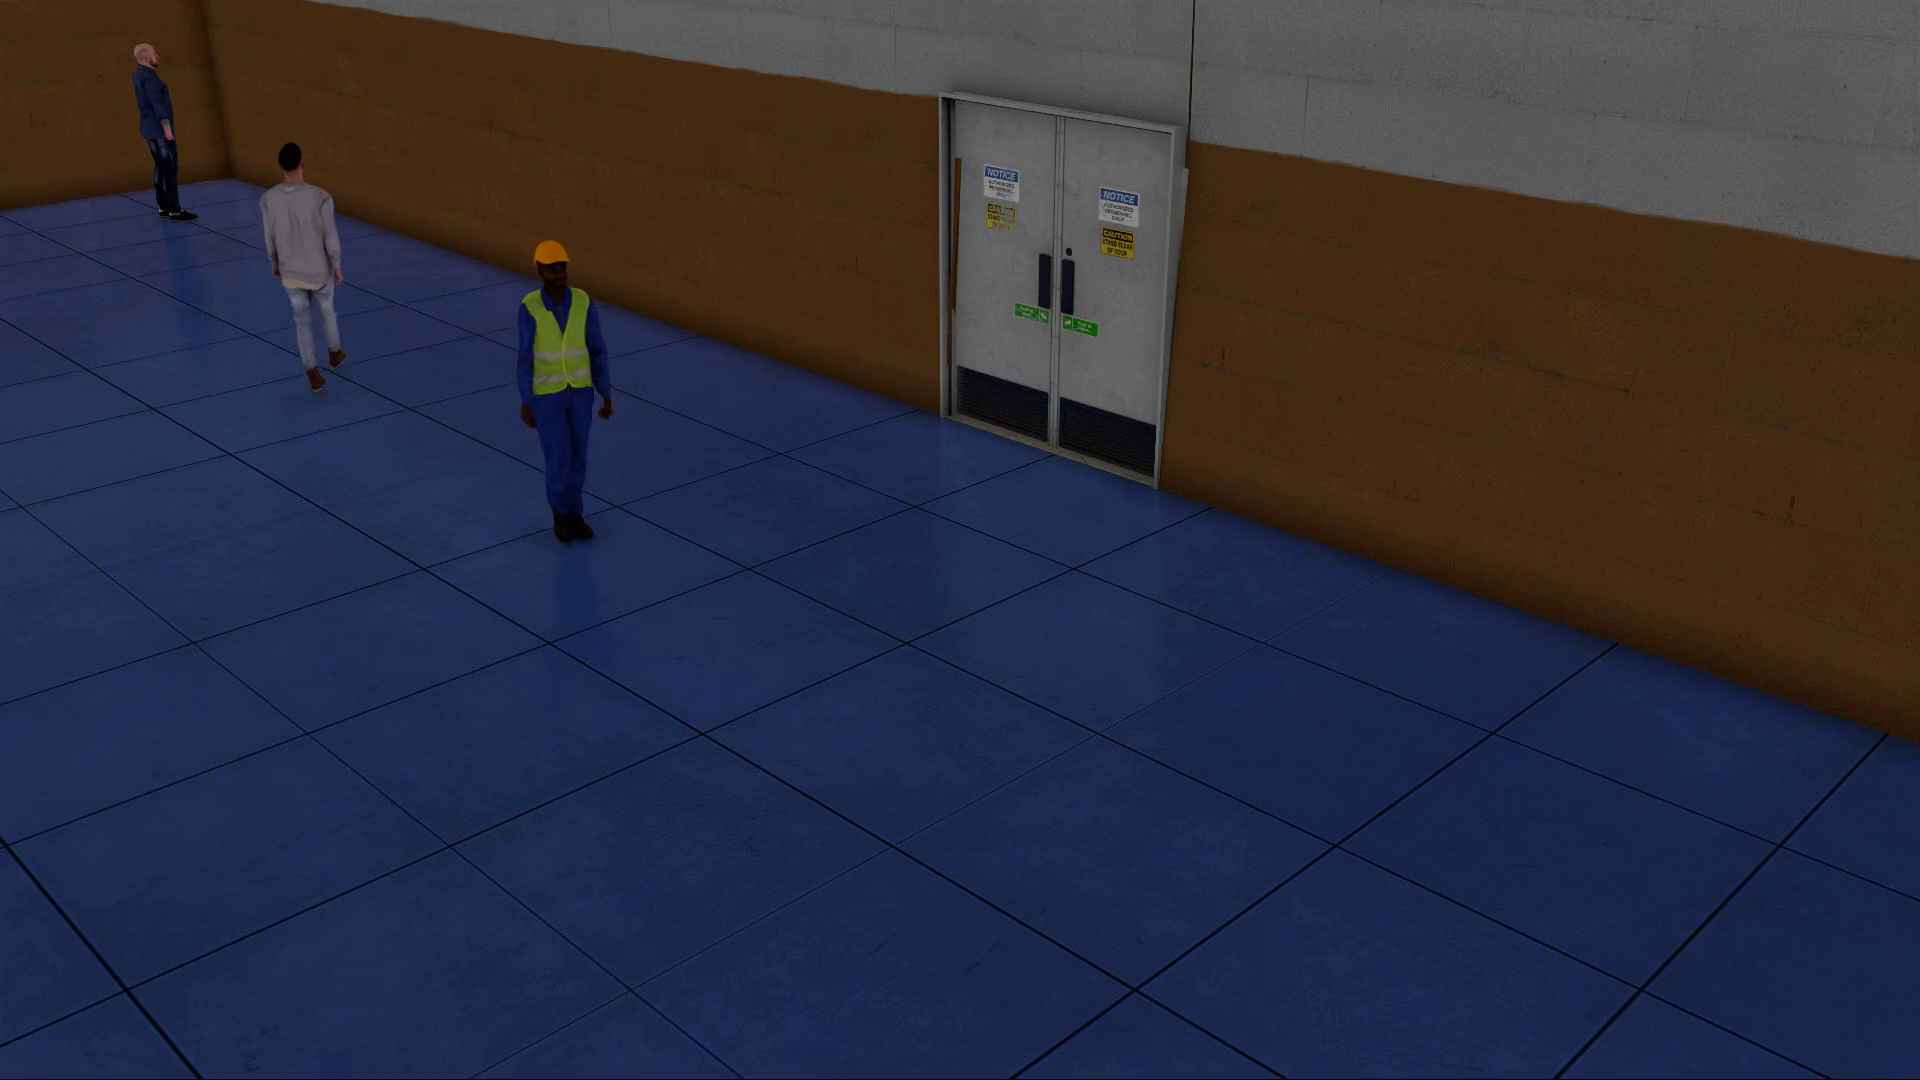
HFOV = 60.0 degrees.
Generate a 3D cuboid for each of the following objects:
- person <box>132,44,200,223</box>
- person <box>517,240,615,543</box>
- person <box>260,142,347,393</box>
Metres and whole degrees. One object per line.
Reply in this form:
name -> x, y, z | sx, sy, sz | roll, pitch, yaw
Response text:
person -> -8.459, -4.306, 17.591 | 0.560, 1.825, 0.717 | -21, 31, -39
person -> -2.375, -0.884, 9.796 | 0.610, 1.806, 0.777 | -17, 29, -33
person -> -4.856, -1.976, 12.309 | 1.183, 1.791, 1.161 | -4, 24, -9
